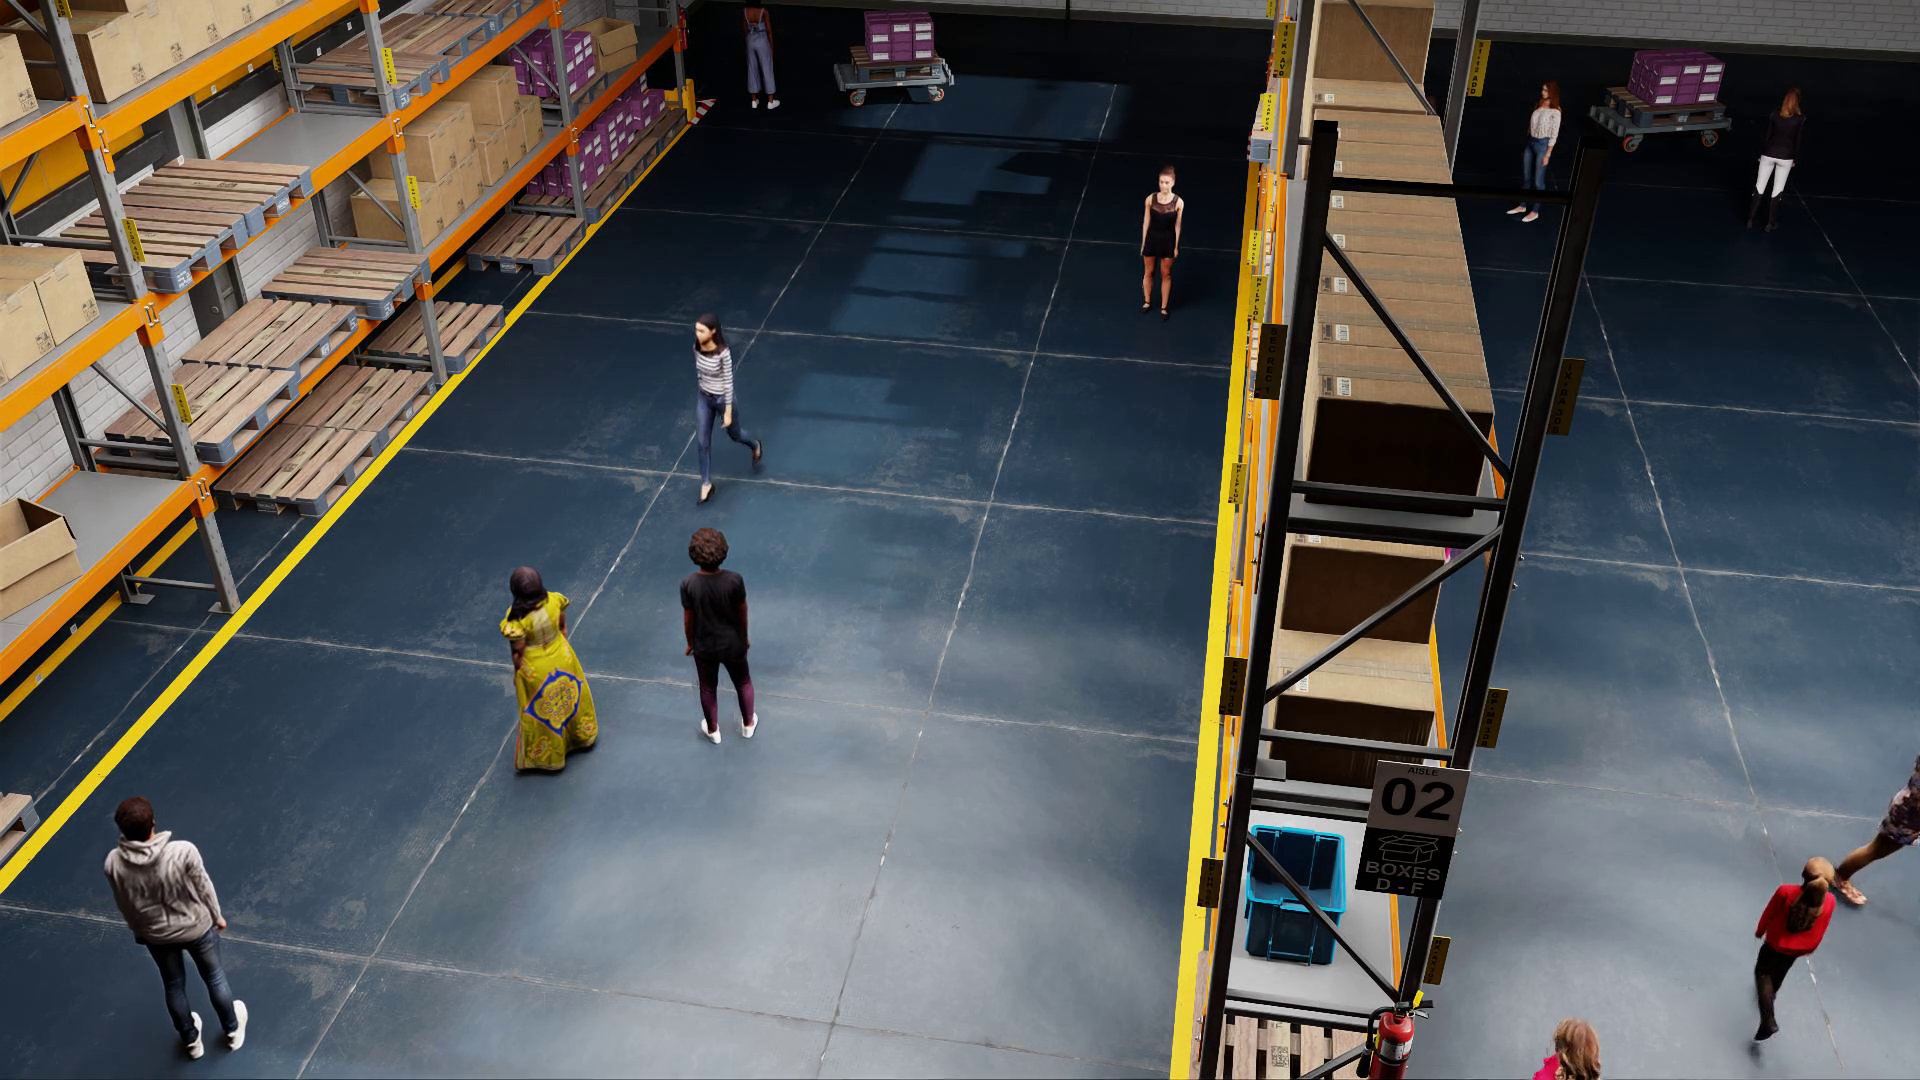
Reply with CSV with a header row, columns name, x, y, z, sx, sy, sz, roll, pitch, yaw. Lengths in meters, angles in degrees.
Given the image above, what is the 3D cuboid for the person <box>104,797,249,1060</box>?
name,x,y,z,sx,sy,sz,roll,pitch,yaw
person,-4.479,2.218,9.498,0.745,1.851,0.733,-8,34,-12

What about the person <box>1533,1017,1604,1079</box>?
name,x,y,z,sx,sy,sz,roll,pitch,yaw
person,2.938,3.096,8.315,0.733,1.698,0.555,1,34,2

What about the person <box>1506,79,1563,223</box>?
name,x,y,z,sx,sy,sz,roll,pitch,yaw
person,6.979,-4.714,20.041,0.714,1.726,0.621,-15,36,-21

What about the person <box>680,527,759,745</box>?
name,x,y,z,sx,sy,sz,roll,pitch,yaw
person,-1.723,0.691,11.857,0.709,1.784,0.695,-7,34,-10

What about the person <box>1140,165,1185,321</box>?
name,x,y,z,sx,sy,sz,roll,pitch,yaw
person,2.154,-3.197,17.802,0.585,1.678,0.616,8,34,12

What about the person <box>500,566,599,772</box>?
name,x,y,z,sx,sy,sz,roll,pitch,yaw
person,-2.930,0.880,11.684,1.053,1.660,0.936,25,41,32

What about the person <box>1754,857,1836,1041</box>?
name,x,y,z,sx,sy,sz,roll,pitch,yaw
person,4.866,2.389,9.770,0.477,1.266,0.816,6,34,9

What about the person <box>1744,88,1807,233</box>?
name,x,y,z,sx,sy,sz,roll,pitch,yaw
person,9.693,-4.515,19.739,0.645,1.729,0.649,19,38,26

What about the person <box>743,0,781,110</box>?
name,x,y,z,sx,sy,sz,roll,pitch,yaw
person,-2.830,-6.929,23.400,0.584,1.696,0.540,8,34,12

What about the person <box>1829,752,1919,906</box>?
name,x,y,z,sx,sy,sz,roll,pitch,yaw
person,5.902,1.691,10.437,1.088,1.689,1.081,-26,42,-34

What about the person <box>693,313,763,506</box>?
name,x,y,z,sx,sy,sz,roll,pitch,yaw
person,-2.075,-1.200,14.732,0.857,1.751,1.206,17,37,24
